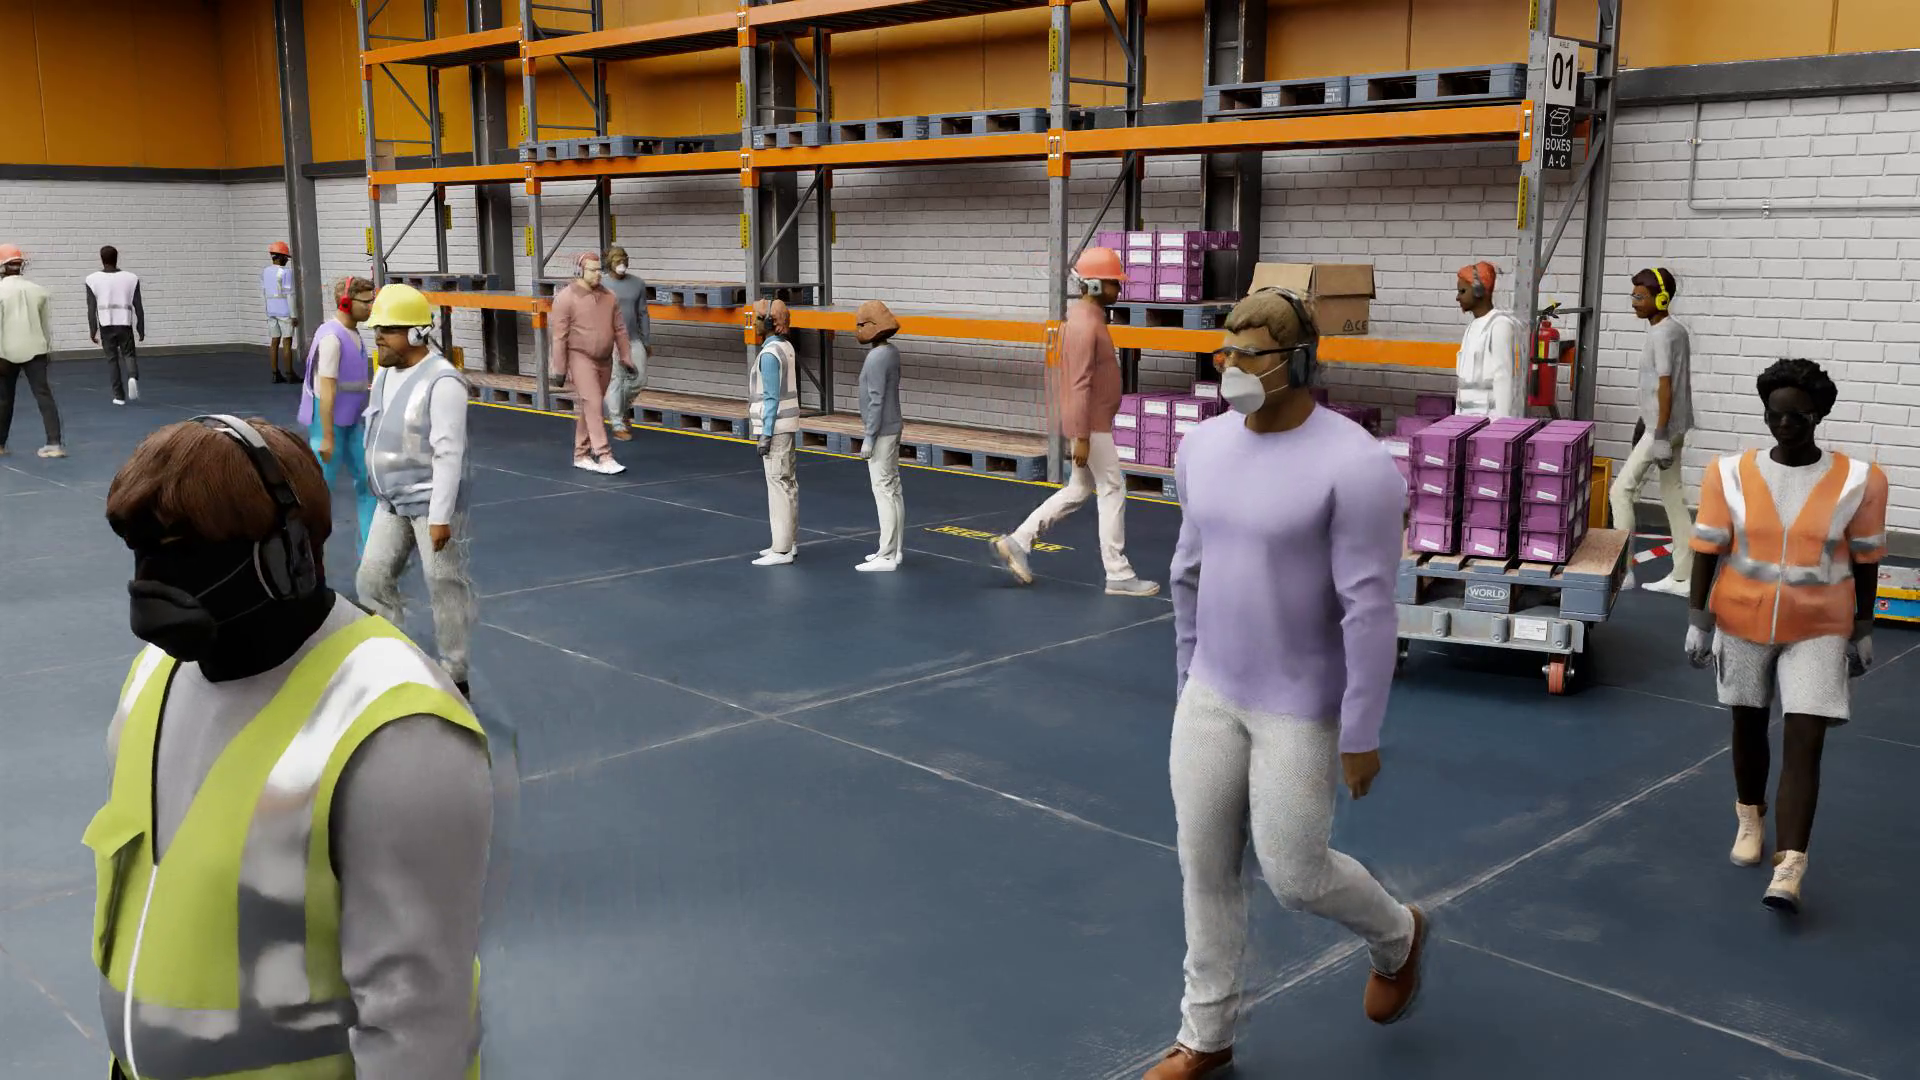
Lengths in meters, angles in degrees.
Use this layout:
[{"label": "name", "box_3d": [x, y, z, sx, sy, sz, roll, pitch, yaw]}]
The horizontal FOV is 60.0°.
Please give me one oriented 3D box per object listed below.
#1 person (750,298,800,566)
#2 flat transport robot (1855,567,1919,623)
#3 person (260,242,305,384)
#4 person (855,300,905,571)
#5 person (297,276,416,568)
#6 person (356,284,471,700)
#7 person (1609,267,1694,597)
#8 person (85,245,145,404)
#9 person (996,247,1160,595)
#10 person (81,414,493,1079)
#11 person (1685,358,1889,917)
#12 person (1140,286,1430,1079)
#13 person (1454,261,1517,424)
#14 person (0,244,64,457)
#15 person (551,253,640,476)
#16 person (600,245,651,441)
[{"label": "person", "box_3d": [-1.136, -0.661, 10.244, 0.308, 1.640, 0.511, 1, 10, 4]}, {"label": "flat transport robot", "box_3d": [4.903, 0.284, 8.823, 1.431, 0.197, 0.652, 7, 12, 33]}, {"label": "person", "box_3d": [-9.263, -3.094, 22.728, 0.545, 1.927, 0.385, 5, 12, 26]}, {"label": "person", "box_3d": [-0.488, -0.627, 10.074, 0.278, 1.633, 0.499, 2, 11, 11]}, {"label": "person", "box_3d": [-3.810, -0.680, 9.950, 0.866, 1.795, 0.599, -1, 10, -3]}, {"label": "person", "box_3d": [-2.361, -0.154, 6.985, 0.620, 1.815, 0.610, 8, 13, 39]}, {"label": "person", "box_3d": [3.873, -0.606, 9.400, 0.737, 1.835, 0.612, 8, 13, 36]}, {"label": "person", "box_3d": [-10.060, -2.554, 19.838, 0.609, 1.904, 0.594, -7, 13, -35]}, {"label": "person", "box_3d": [0.665, -0.657, 9.357, 0.877, 1.967, 0.623, 1, 10, 6]}, {"label": "person", "box_3d": [-0.886, 0.758, 2.034, 0.660, 1.806, 0.839, 7, 13, 35]}, {"label": "person", "box_3d": [2.474, 0.282, 5.056, 0.540, 1.646, 0.869, 7, 12, 33]}, {"label": "person", "box_3d": [0.793, 0.364, 3.926, 0.740, 1.921, 0.635, -8, 13, -36]}, {"label": "person", "box_3d": [3.049, -0.690, 9.770, 0.404, 1.868, 0.605, 0, 10, -1]}, {"label": "person", "box_3d": [-8.634, -1.729, 15.251, 1.035, 1.935, 0.651, 6, 12, 28]}, {"label": "person", "box_3d": [-3.044, -1.480, 14.103, 0.927, 1.867, 0.650, 7, 12, 33]}, {"label": "person", "box_3d": [-3.359, -1.938, 16.427, 0.649, 1.922, 0.480, -8, 13, -38]}]
